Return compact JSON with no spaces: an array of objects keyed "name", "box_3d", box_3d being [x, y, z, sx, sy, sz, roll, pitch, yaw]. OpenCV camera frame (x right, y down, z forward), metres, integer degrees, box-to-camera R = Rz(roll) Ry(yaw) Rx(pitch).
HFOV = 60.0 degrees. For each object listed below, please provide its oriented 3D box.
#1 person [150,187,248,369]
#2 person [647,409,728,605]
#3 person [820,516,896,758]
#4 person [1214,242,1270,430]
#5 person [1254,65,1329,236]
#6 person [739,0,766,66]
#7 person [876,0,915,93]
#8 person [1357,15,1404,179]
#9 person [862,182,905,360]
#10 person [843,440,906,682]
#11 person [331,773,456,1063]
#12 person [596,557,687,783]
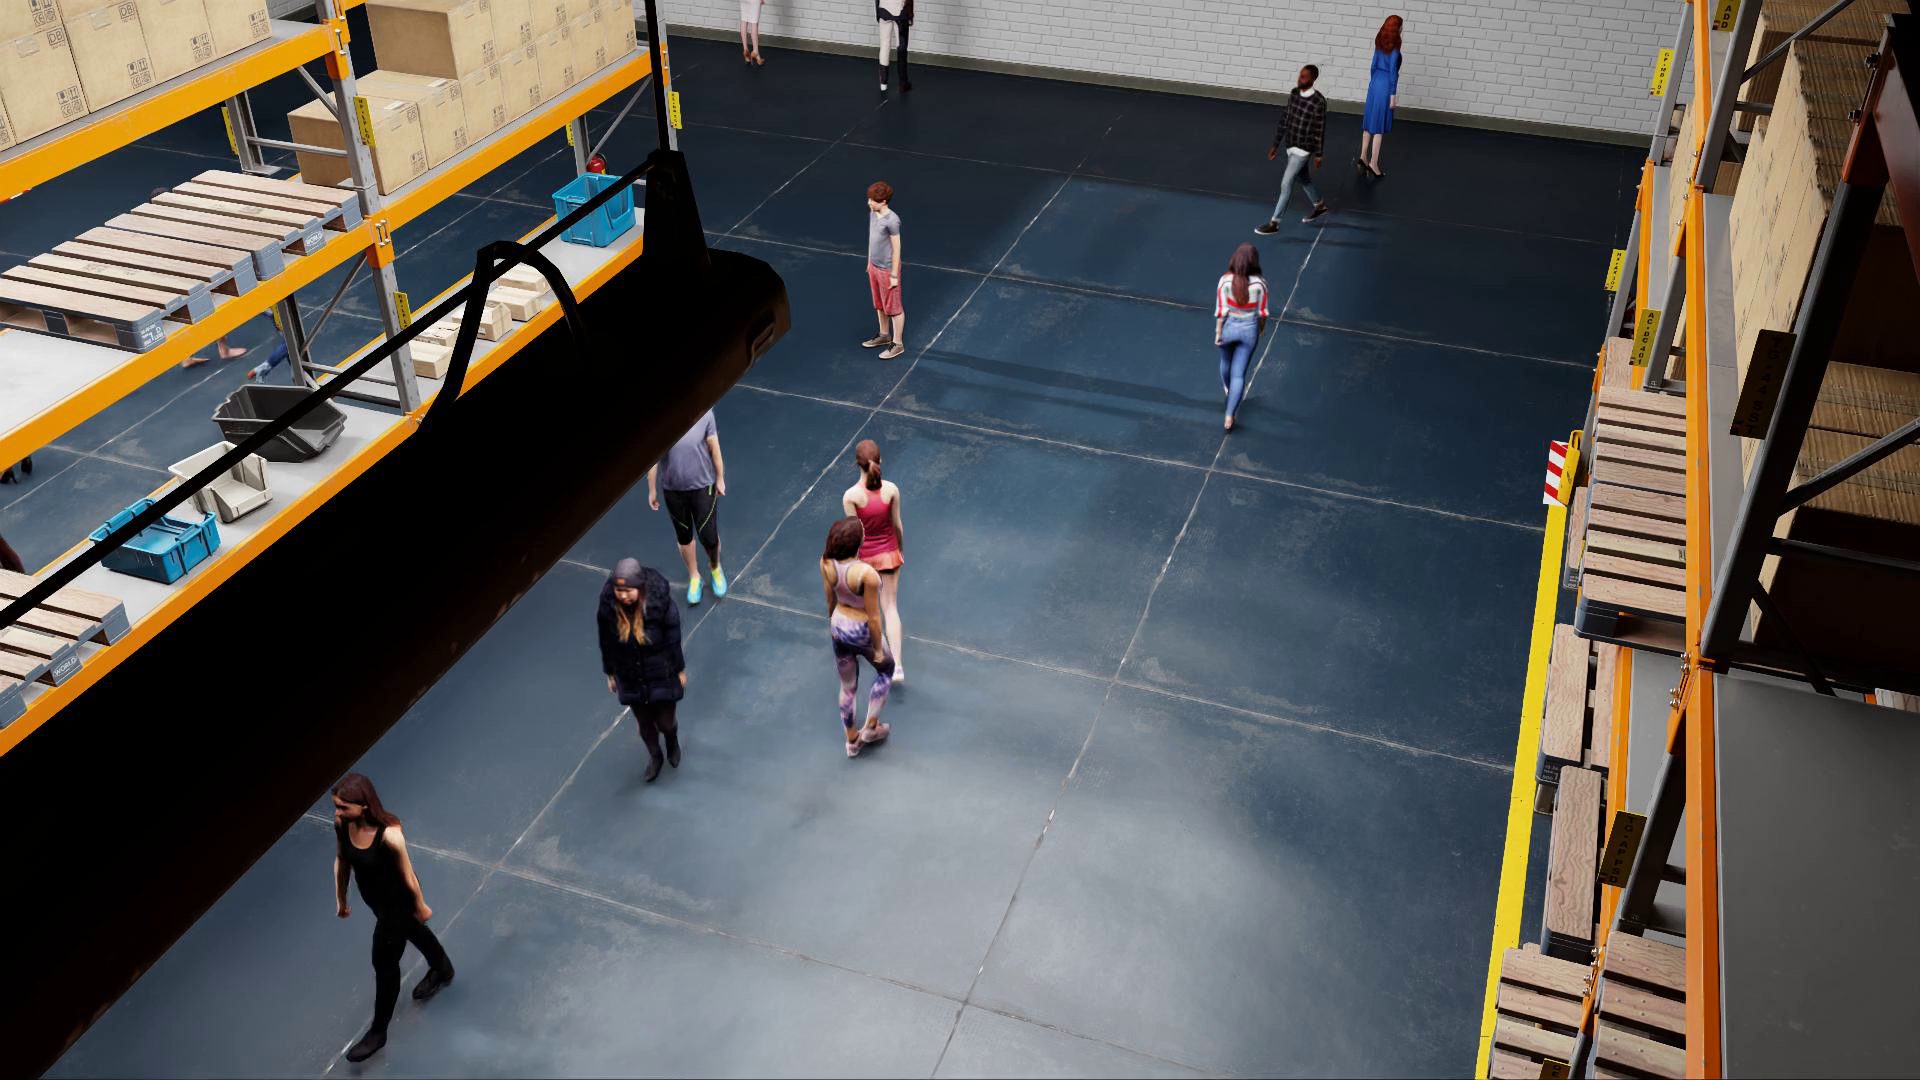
[{"name":"person","box_3d":[-7.033,-2.303,14.874,0.911,1.689,0.817,-26,42,-34]},{"name":"person","box_3d":[-1.931,-0.418,11.874,0.778,1.870,0.772,0,34,0]},{"name":"person","box_3d":[-0.690,0.654,10.364,0.635,1.758,0.648,16,37,23]},{"name":"person","box_3d":[2.353,-1.702,14.078,0.664,1.569,1.075,8,34,12]},{"name":"person","box_3d":[3.662,-4.126,17.541,1.262,1.773,1.187,-16,37,-22]},{"name":"person","box_3d":[-2.831,-7.272,22.261,0.627,1.788,0.593,25,41,32]},{"name":"person","box_3d":[-0.856,-6.734,21.357,0.684,1.891,0.612,8,34,12]},{"name":"person","box_3d":[4.772,-5.030,18.853,0.776,1.827,0.696,-10,35,-15]},{"name":"person","box_3d":[-0.678,-2.480,15.175,0.697,1.650,0.673,-21,39,-28]},{"name":"person","box_3d":[-0.555,0.171,11.126,0.994,1.718,1.196,-7,34,-11]},{"name":"person","box_3d":[-2.919,1.824,8.695,0.740,1.657,1.061,19,38,26]},{"name":"person","box_3d":[-1.916,0.760,10.286,0.752,1.667,0.764,2,34,3]}]
